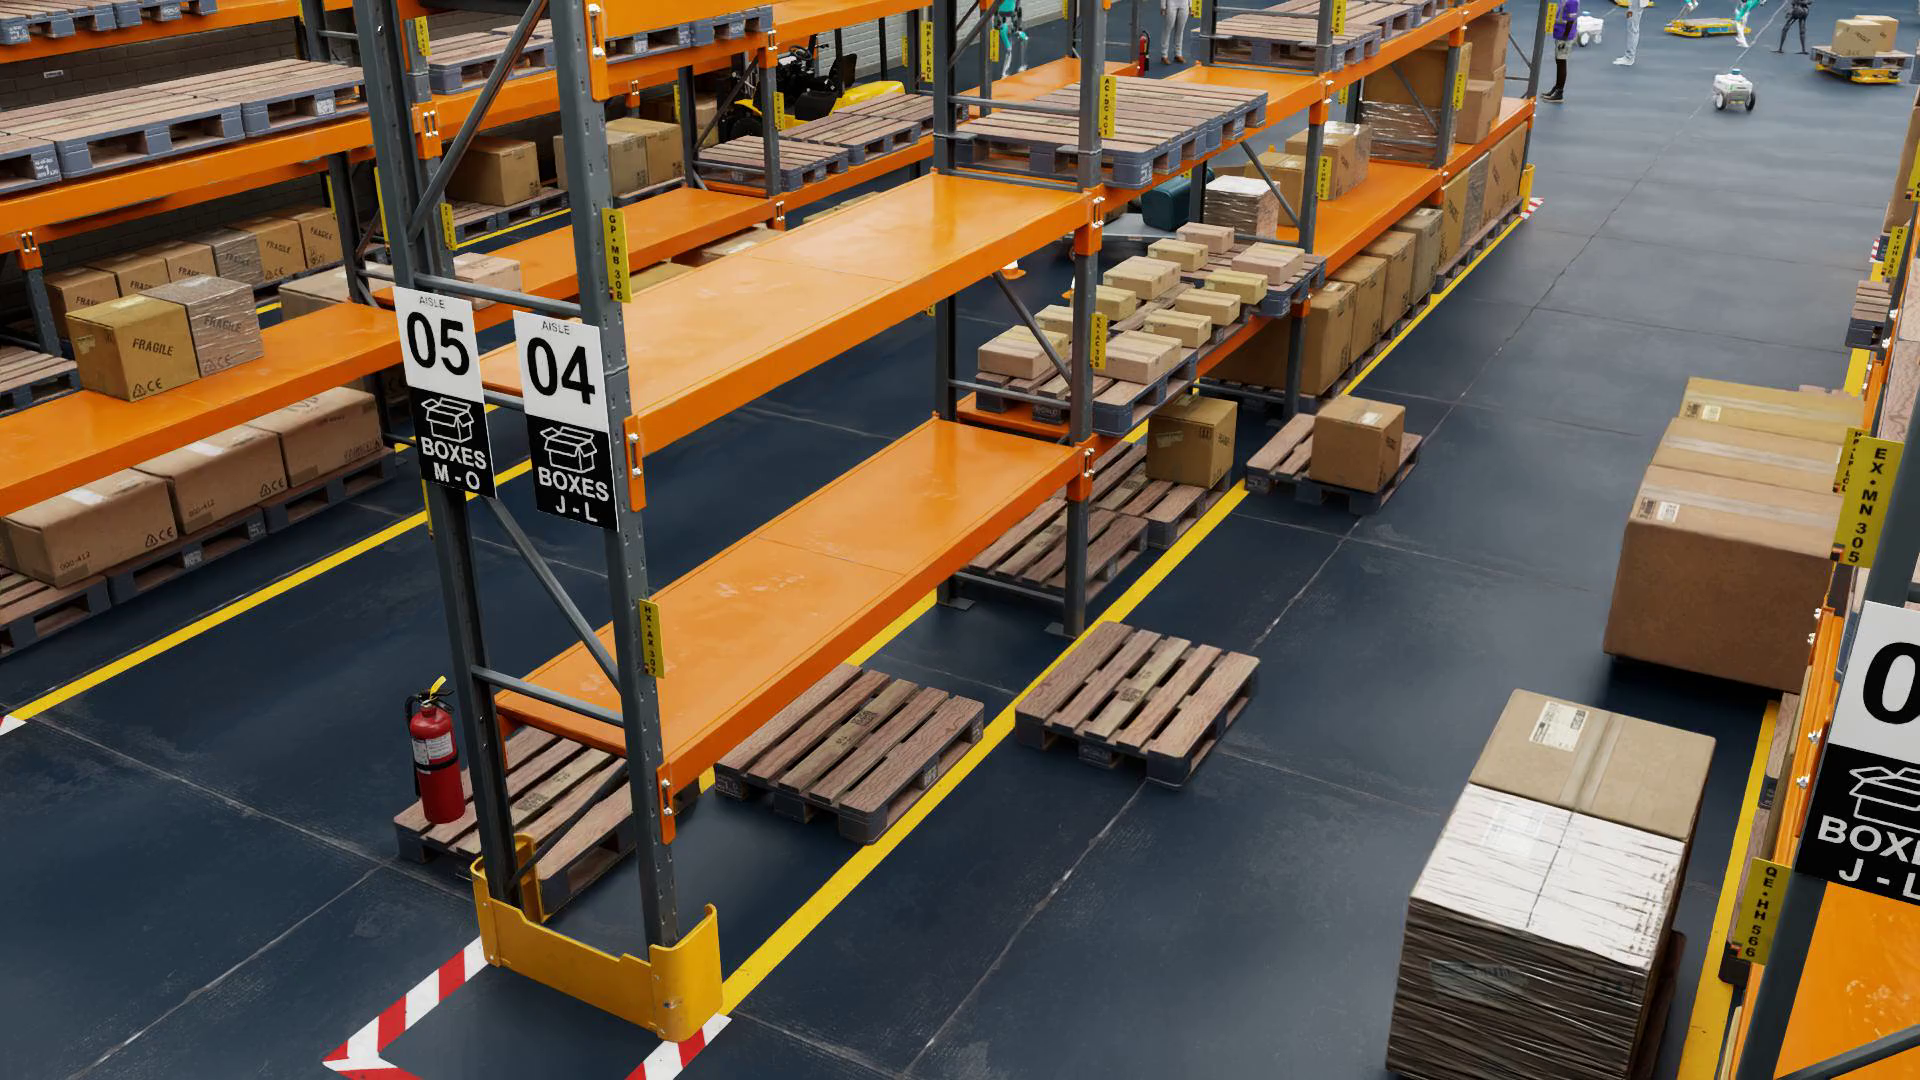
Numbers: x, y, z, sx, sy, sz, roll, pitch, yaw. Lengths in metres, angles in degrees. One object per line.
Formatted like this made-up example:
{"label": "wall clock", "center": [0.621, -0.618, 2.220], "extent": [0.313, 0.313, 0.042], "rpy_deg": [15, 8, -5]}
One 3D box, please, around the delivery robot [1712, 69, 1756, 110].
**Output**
{"label": "delivery robot", "center": [11.704, -6.818, 25.168], "extent": [0.523, 0.585, 0.740], "rpy_deg": [1, 26, 3]}

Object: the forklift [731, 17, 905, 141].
{"label": "forklift", "center": [-1.819, -5.975, 21.543], "extent": [2.313, 2.155, 1.214], "rpy_deg": [14, 29, 26]}

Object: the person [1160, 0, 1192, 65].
{"label": "person", "center": [3.694, -9.116, 28.360], "extent": [0.630, 1.938, 0.363], "rpy_deg": [-9, 27, -19]}

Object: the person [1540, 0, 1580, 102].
{"label": "person", "center": [9.210, -7.706, 25.399], "extent": [0.368, 1.966, 0.605], "rpy_deg": [6, 26, 12]}

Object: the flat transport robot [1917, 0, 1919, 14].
{"label": "flat transport robot", "center": [19.168, -9.962, 32.042], "extent": [0.659, 0.231, 1.431], "rpy_deg": [8, 27, 16]}

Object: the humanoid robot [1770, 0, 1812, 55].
{"label": "humanoid robot", "center": [14.744, -9.384, 29.223], "extent": [0.573, 1.640, 0.600], "rpy_deg": [23, 34, 39]}

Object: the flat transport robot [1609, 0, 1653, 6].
{"label": "flat transport robot", "center": [14.172, -11.512, 35.262], "extent": [0.659, 0.231, 1.431], "rpy_deg": [3, 26, 6]}

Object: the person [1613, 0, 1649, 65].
{"label": "person", "center": [11.504, -9.082, 28.316], "extent": [0.393, 1.917, 0.592], "rpy_deg": [14, 29, 26]}

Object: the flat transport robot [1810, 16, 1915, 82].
{"label": "flat transport robot", "center": [14.828, -7.761, 27.468], "extent": [0.659, 0.231, 1.431], "rpy_deg": [-1, 26, -2]}

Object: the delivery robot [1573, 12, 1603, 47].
{"label": "delivery robot", "center": [11.383, -9.332, 30.425], "extent": [0.798, 0.614, 0.499], "rpy_deg": [-16, 30, -29]}

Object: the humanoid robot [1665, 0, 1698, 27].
{"label": "humanoid robot", "center": [13.766, -10.593, 31.507], "extent": [0.533, 1.677, 0.735], "rpy_deg": [-16, 30, -30]}

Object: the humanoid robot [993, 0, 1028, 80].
{"label": "humanoid robot", "center": [0.895, -8.437, 27.243], "extent": [0.532, 1.776, 1.019], "rpy_deg": [13, 29, 25]}

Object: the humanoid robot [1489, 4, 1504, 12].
{"label": "humanoid robot", "center": [8.634, -8.499, 27.387], "extent": [0.596, 1.647, 0.468], "rpy_deg": [18, 31, 33]}

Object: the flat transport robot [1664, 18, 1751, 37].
{"label": "flat transport robot", "center": [14.185, -9.719, 31.537], "extent": [1.431, 0.231, 0.659], "rpy_deg": [-8, 27, -15]}

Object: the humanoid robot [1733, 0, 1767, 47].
{"label": "humanoid robot", "center": [14.280, -9.875, 30.208], "extent": [0.580, 1.788, 0.879], "rpy_deg": [-4, 26, -9]}
